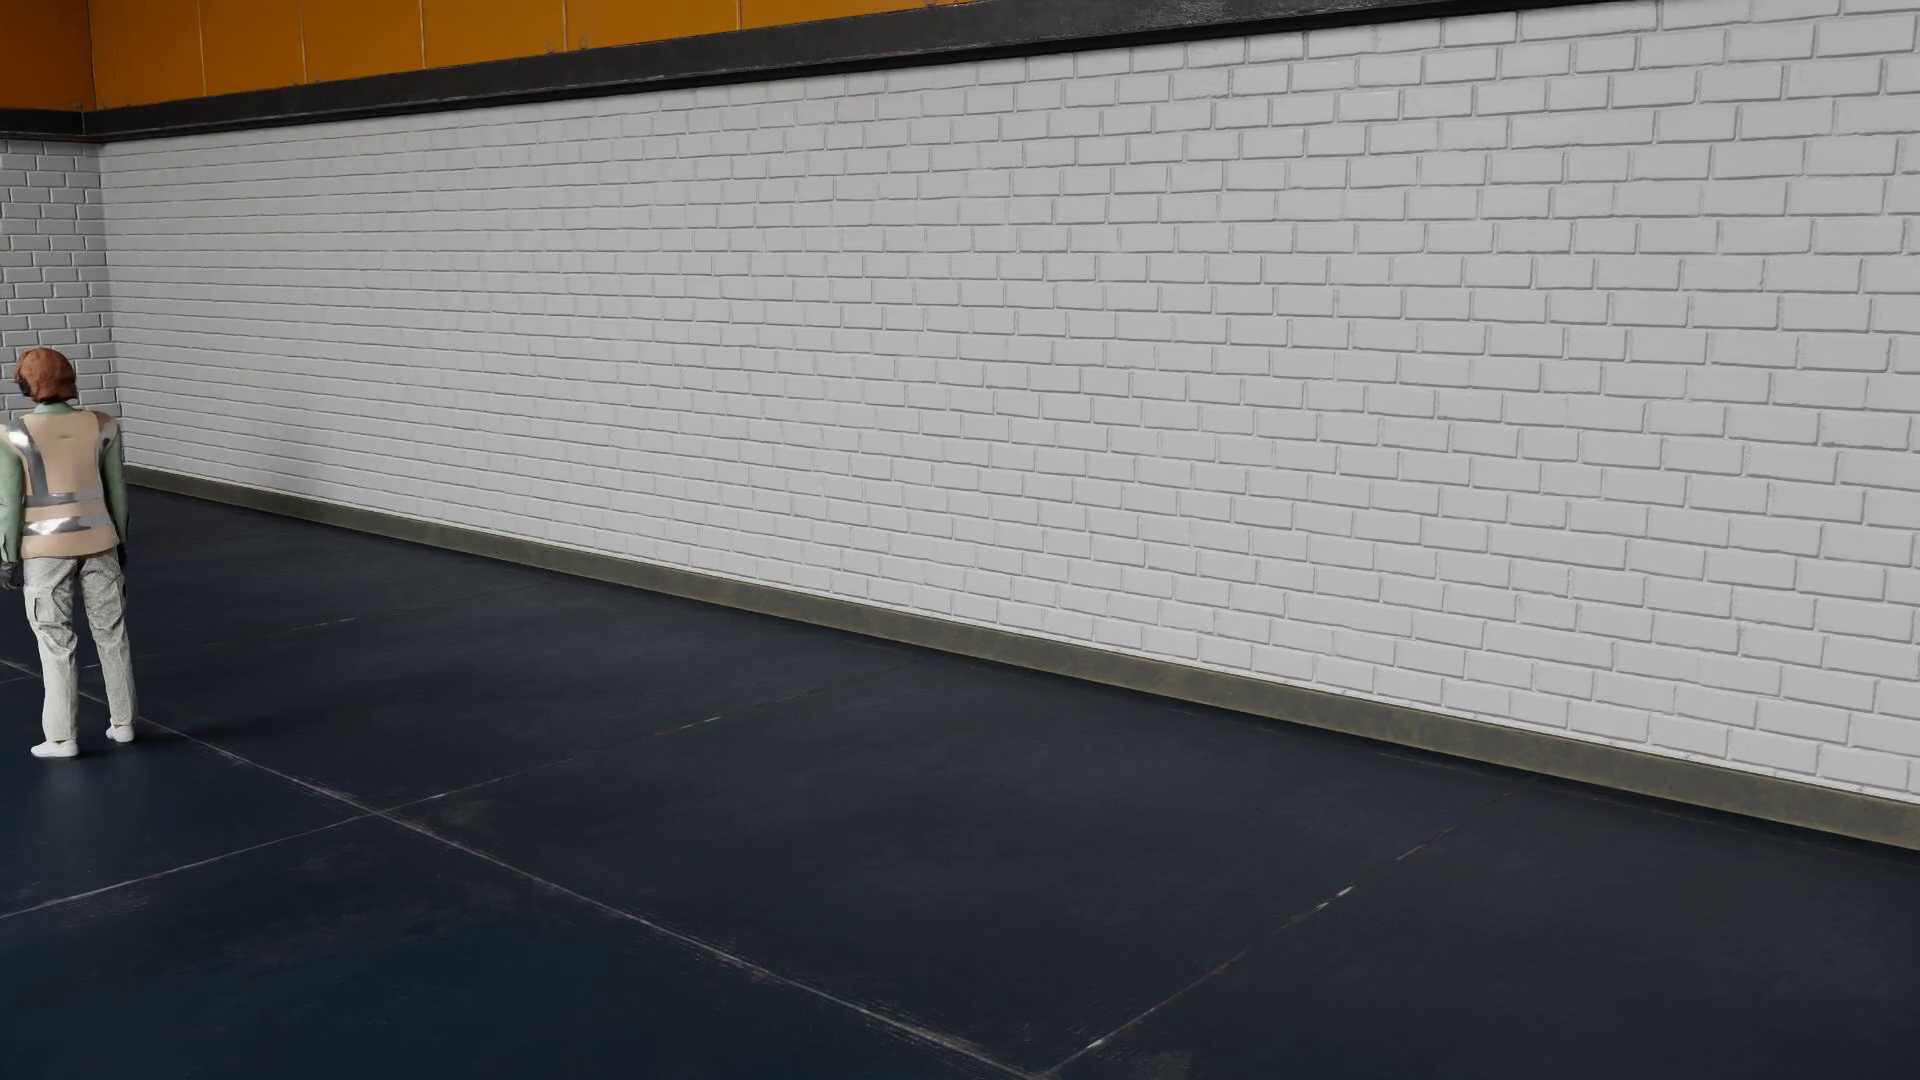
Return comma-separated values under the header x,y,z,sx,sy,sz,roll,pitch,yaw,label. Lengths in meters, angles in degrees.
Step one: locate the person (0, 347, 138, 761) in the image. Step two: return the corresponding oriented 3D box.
x,y,z,sx,sy,sz,roll,pitch,yaw,label
-3.543,0.057,6.600,0.310,1.640,0.514,7,12,36,person
